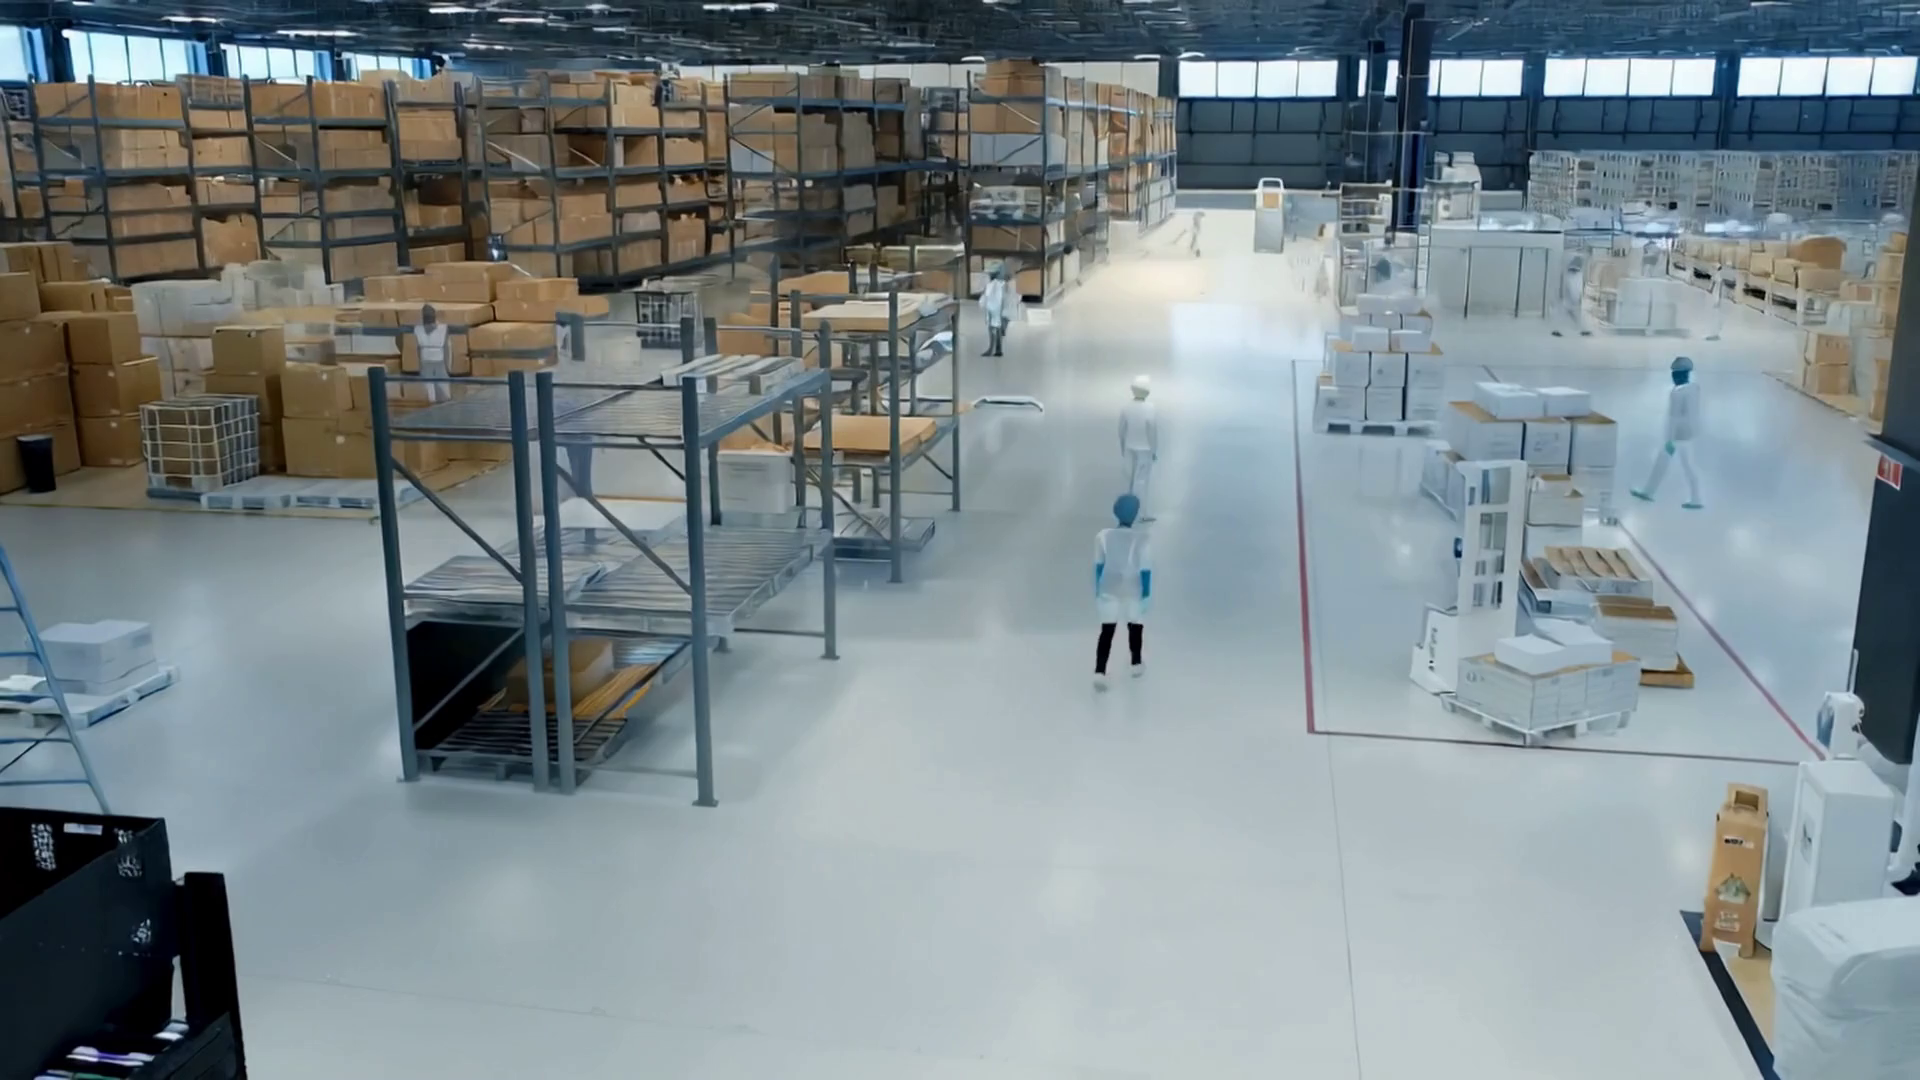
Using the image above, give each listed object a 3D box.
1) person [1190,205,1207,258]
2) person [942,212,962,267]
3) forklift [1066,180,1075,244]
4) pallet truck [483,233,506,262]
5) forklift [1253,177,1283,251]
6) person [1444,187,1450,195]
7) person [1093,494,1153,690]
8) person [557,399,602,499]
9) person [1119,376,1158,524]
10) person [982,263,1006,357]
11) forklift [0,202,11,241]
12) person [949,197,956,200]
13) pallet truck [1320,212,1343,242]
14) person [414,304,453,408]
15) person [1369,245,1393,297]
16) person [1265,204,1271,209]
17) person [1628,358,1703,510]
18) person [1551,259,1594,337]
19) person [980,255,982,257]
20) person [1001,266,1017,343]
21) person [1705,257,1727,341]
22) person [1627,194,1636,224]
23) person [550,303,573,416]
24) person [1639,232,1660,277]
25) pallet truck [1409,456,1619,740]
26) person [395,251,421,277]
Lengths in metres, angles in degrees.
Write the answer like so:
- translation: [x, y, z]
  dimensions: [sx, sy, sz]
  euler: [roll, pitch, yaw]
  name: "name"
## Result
- translation: [8.785, -11.320, 61.141]
  dimensions: [0.641, 1.926, 0.444]
  euler: [12, 18, 39]
  name: "person"
- translation: [-0.278, -10.312, 57.158]
  dimensions: [0.670, 1.859, 0.960]
  euler: [0, 14, -1]
  name: "person"
- translation: [3.958, -11.696, 60.690]
  dimensions: [1.873, 2.768, 1.129]
  euler: [3, 14, 10]
  name: "forklift"
- translation: [-11.832, -7.026, 43.548]
  dimensions: [1.885, 1.965, 0.823]
  euler: [8, 16, 28]
  name: "pallet truck"
- translation: [12.083, -12.747, 64.956]
  dimensions: [1.129, 2.768, 1.873]
  euler: [3, 14, 10]
  name: "forklift"
- translation: [23.527, -16.148, 80.608]
  dimensions: [0.391, 1.986, 0.609]
  euler: [-9, 16, -33]
  name: "person"
- translation: [1.355, 0.430, 13.976]
  dimensions: [0.536, 1.656, 0.850]
  euler: [7, 15, 26]
  name: "person"
- translation: [-4.629, -1.212, 20.285]
  dimensions: [0.536, 1.827, 0.505]
  euler: [-9, 16, -31]
  name: "person"
- translation: [2.143, -1.078, 19.892]
  dimensions: [0.523, 1.760, 0.327]
  euler: [11, 17, 37]
  name: "person"
- translation: [0.699, -4.763, 34.477]
  dimensions: [0.361, 1.939, 0.542]
  euler: [-11, 18, -37]
  name: "person"
- translation: [-24.593, -7.187, 42.384]
  dimensions: [1.873, 2.768, 1.129]
  euler: [2, 14, 9]
  name: "forklift"
- translation: [-0.451, -18.994, 92.302]
  dimensions: [0.577, 1.914, 0.434]
  euler: [-3, 14, -12]
  name: "person"
- translation: [15.874, -13.227, 70.310]
  dimensions: [0.680, 1.201, 1.601]
  euler: [10, 17, 35]
  name: "pallet truck"
- translation: [-8.473, -2.850, 26.805]
  dimensions: [0.603, 1.904, 0.412]
  euler: [1, 14, 5]
  name: "person"
- translation: [10.015, -5.992, 39.261]
  dimensions: [0.995, 2.000, 0.689]
  euler: [9, 16, 31]
  name: "person"
- translation: [12.742, -13.092, 68.942]
  dimensions: [0.499, 1.618, 0.554]
  euler: [9, 17, 33]
  name: "person"
- translation: [8.898, -1.331, 20.674]
  dimensions: [0.609, 1.869, 0.982]
  euler: [-10, 17, -34]
  name: "person"
- translation: [13.895, -5.459, 37.627]
  dimensions: [0.930, 1.782, 0.613]
  euler: [11, 18, 39]
  name: "person"
- translation: [0.840, -9.280, 53.316]
  dimensions: [0.533, 1.697, 0.318]
  euler: [-8, 16, -28]
  name: "person"
- translation: [1.011, -5.248, 36.972]
  dimensions: [0.535, 1.687, 0.505]
  euler: [-6, 15, -24]
  name: "person"
- translation: [16.917, -5.382, 37.151]
  dimensions: [0.331, 1.865, 0.519]
  euler: [5, 15, 21]
  name: "person"
- translation: [29.296, -14.165, 72.740]
  dimensions: [0.487, 1.893, 0.670]
  euler: [4, 14, 16]
  name: "person"
- translation: [-6.437, -2.855, 26.776]
  dimensions: [0.785, 1.908, 0.581]
  euler: [-11, 17, -37]
  name: "person"
- translation: [20.264, -8.183, 48.892]
  dimensions: [0.547, 1.686, 0.375]
  euler: [3, 14, 11]
  name: "person"
- translation: [4.504, 0.400, 13.395]
  dimensions: [0.823, 1.965, 1.885]
  euler: [-6, 15, -23]
  name: "pallet truck"
- translation: [-12.403, -5.506, 37.439]
  dimensions: [0.367, 1.966, 0.604]
  euler: [13, 19, 42]
  name: "person"
